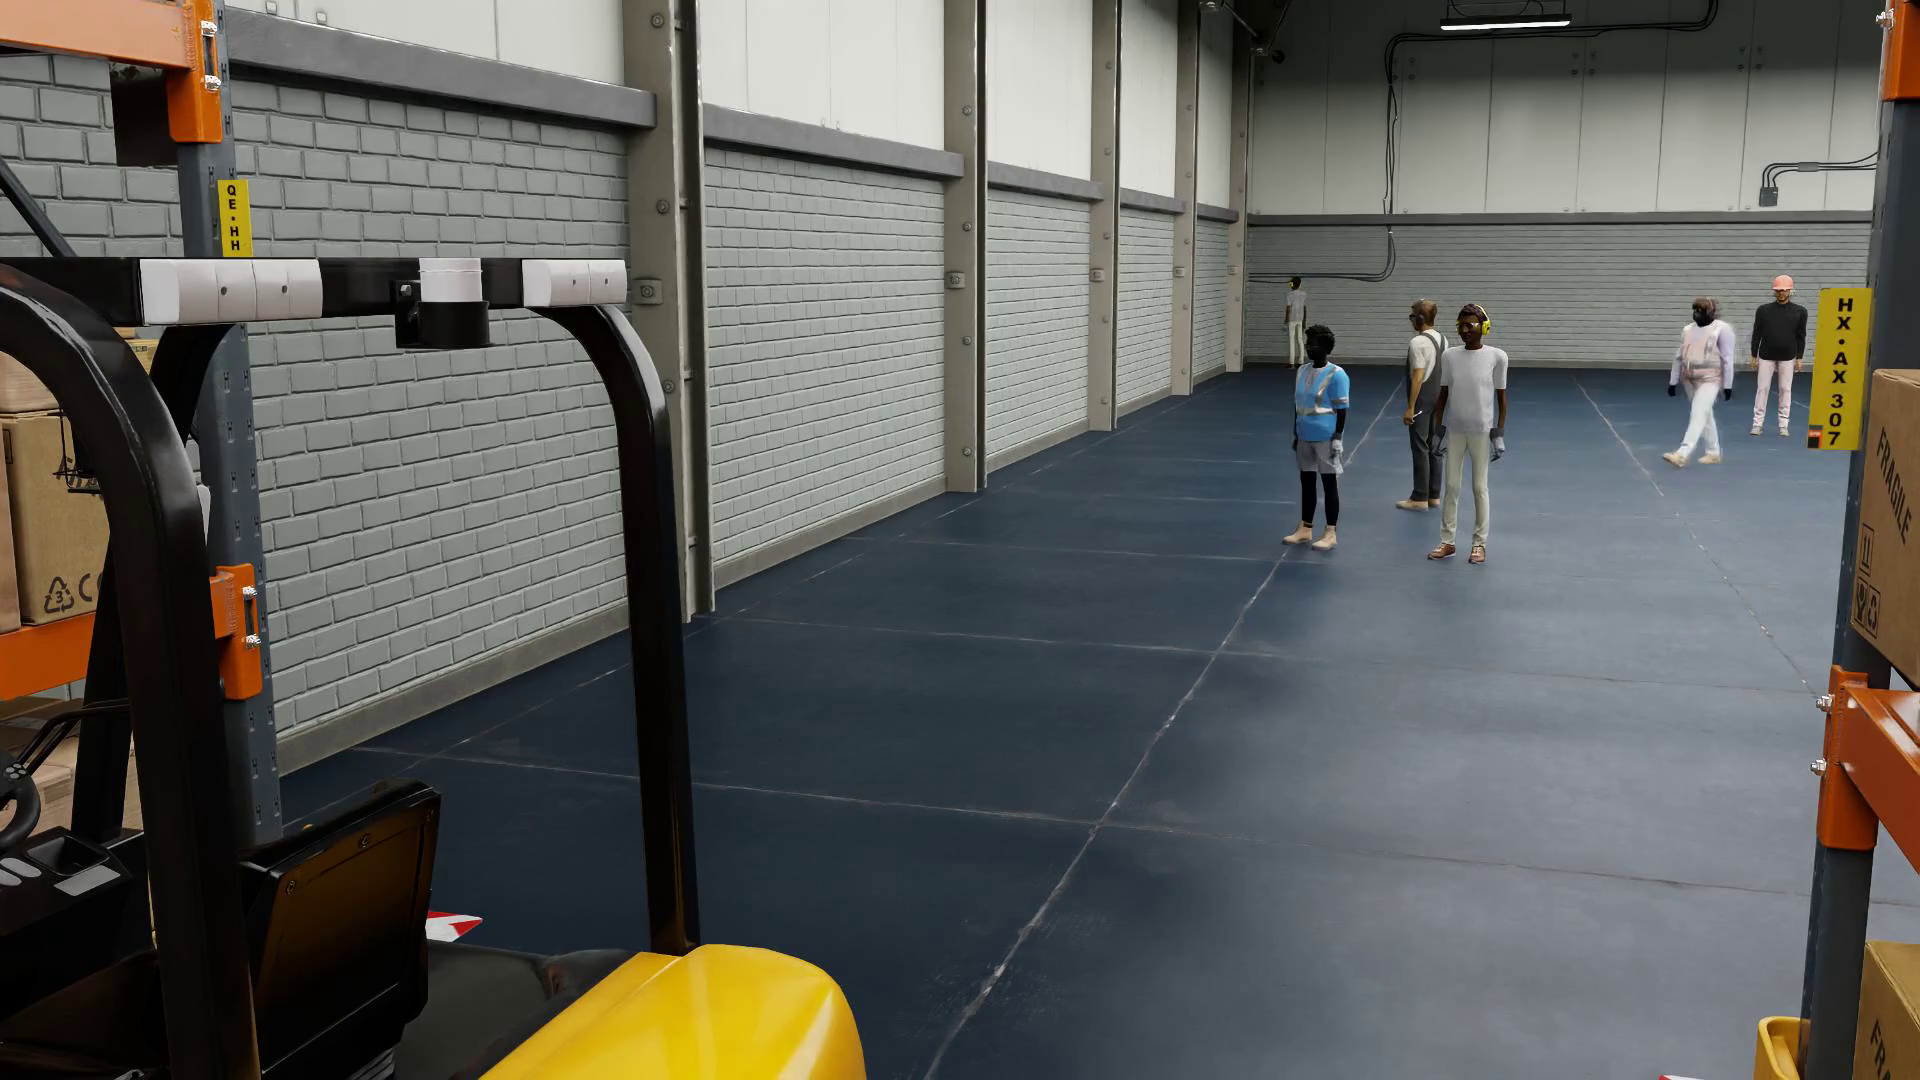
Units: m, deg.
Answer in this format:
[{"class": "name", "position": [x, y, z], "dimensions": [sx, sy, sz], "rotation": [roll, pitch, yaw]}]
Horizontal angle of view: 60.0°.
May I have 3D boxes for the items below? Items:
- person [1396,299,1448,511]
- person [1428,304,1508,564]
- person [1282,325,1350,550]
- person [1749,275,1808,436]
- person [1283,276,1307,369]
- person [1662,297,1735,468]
[{"class": "person", "position": [4.052, -1.177, 14.533], "dimensions": [0.517, 1.842, 0.327], "rotation": [-9, 13, -44]}, {"class": "person", "position": [3.670, -0.765, 12.007], "dimensions": [0.532, 1.868, 0.310], "rotation": [7, 12, 35]}, {"class": "person", "position": [2.706, -0.774, 12.571], "dimensions": [0.322, 1.697, 0.535], "rotation": [-5, 11, -30]}, {"class": "person", "position": [10.183, -2.291, 20.722], "dimensions": [0.612, 1.995, 0.376], "rotation": [5, 11, 27]}, {"class": "person", "position": [6.780, -4.402, 33.668], "dimensions": [0.534, 1.868, 0.309], "rotation": [-4, 10, -22]}, {"class": "person", "position": [7.804, -1.664, 17.606], "dimensions": [0.966, 1.789, 0.657], "rotation": [-4, 10, -21]}]
